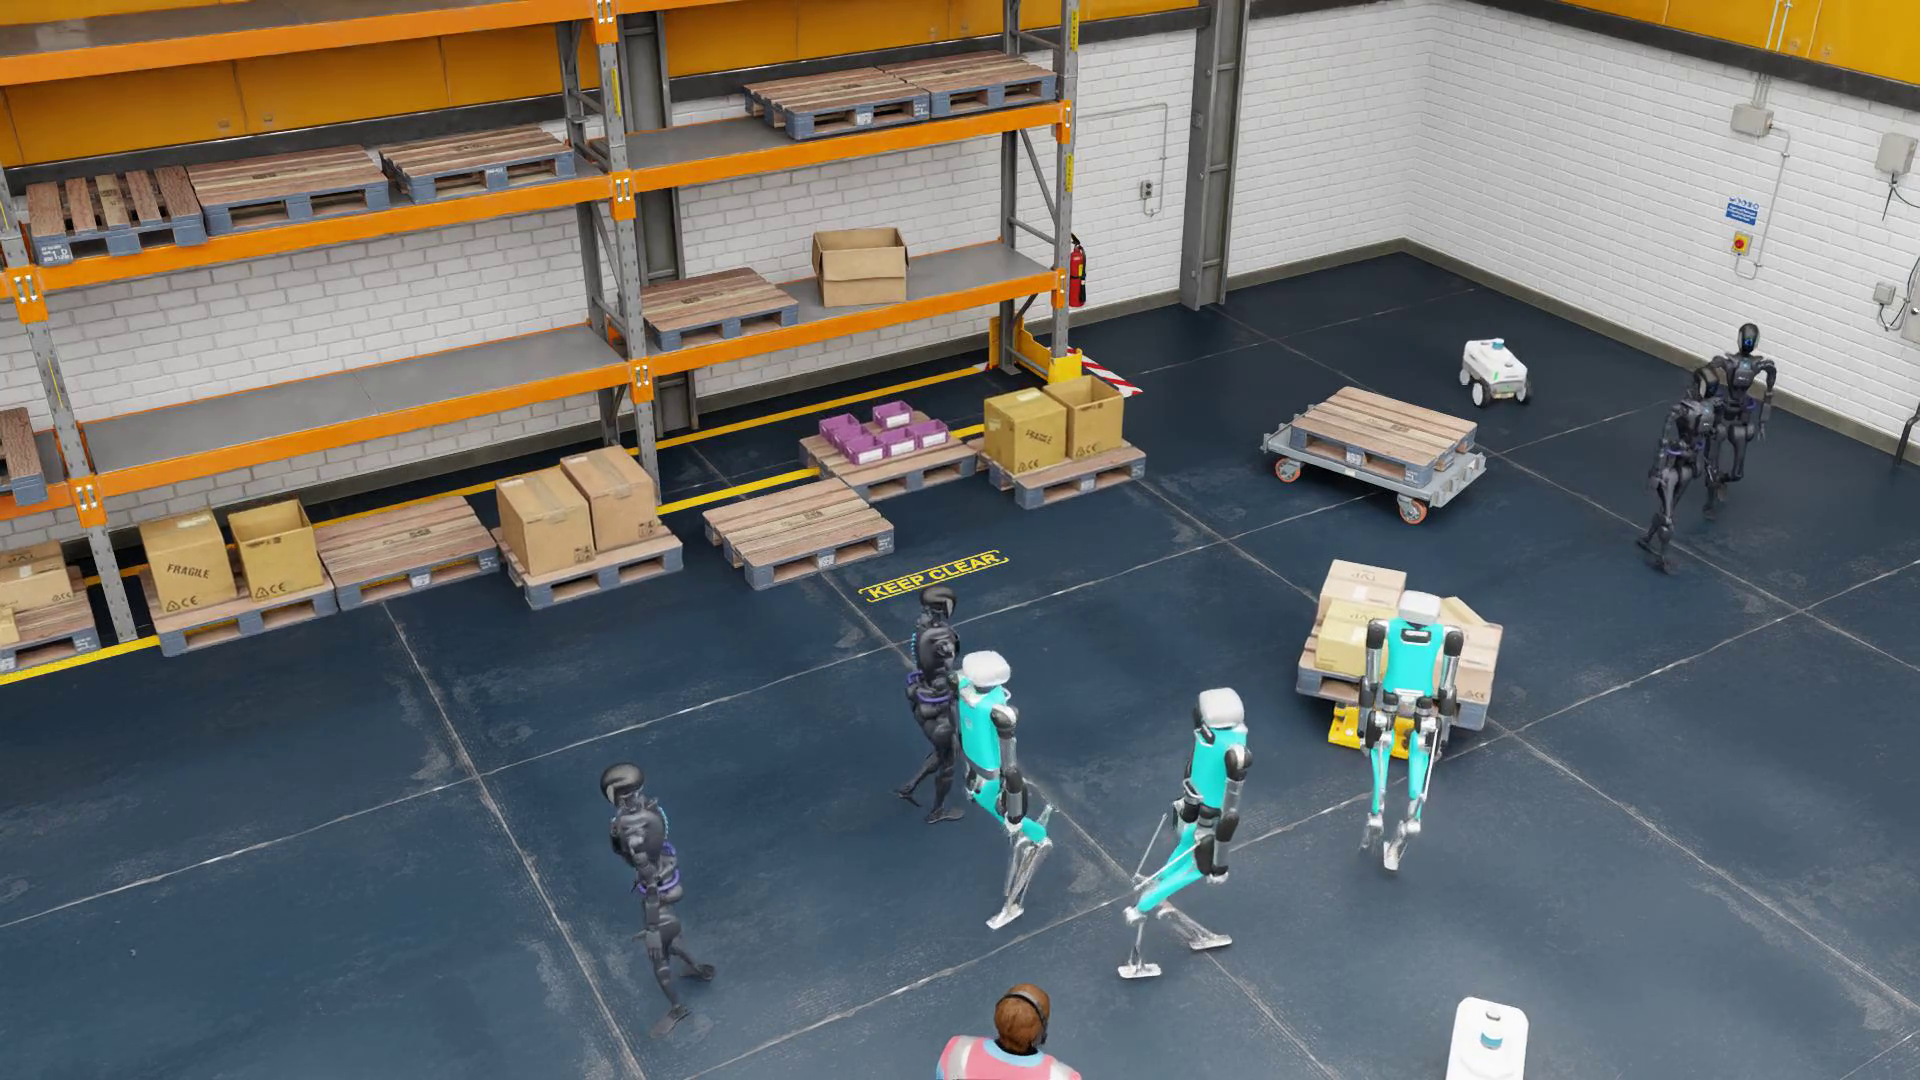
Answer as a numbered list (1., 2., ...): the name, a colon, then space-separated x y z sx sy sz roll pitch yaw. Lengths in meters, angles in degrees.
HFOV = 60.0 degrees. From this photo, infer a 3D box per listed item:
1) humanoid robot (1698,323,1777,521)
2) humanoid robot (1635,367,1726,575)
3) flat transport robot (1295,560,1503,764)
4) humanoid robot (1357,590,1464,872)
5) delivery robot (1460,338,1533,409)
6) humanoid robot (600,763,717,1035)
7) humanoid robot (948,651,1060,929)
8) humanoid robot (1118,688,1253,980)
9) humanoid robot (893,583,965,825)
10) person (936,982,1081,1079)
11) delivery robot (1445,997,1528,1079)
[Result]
1. humanoid robot: 6.147 -0.975 13.265 0.592 1.645 0.461 7 30 12
2. humanoid robot: 5.455 -0.555 12.539 0.585 1.639 0.585 -11 31 -19
3. flat transport robot: 2.949 0.985 11.232 0.659 0.231 1.431 11 31 19
4. humanoid robot: 2.482 1.230 9.355 0.541 1.838 0.733 6 30 11
5. delivery robot: 4.970 -1.587 15.482 0.499 0.583 0.767 -4 30 -8
6. humanoid robot: -1.506 1.775 8.410 0.468 1.645 0.614 -7 30 -13
7. humanoid robot: 0.315 1.352 9.126 0.679 1.823 0.531 -18 34 -29
8. humanoid robot: 1.081 1.591 8.688 0.908 1.763 0.532 -8 30 -13
9. humanoid robot: -0.178 0.989 9.787 0.419 1.642 0.609 -12 31 -19
10. person: 0.217 2.564 6.855 0.629 1.834 0.434 10 31 18
11. delivery robot: 2.535 2.620 8.064 0.499 0.612 0.805 10 31 18
